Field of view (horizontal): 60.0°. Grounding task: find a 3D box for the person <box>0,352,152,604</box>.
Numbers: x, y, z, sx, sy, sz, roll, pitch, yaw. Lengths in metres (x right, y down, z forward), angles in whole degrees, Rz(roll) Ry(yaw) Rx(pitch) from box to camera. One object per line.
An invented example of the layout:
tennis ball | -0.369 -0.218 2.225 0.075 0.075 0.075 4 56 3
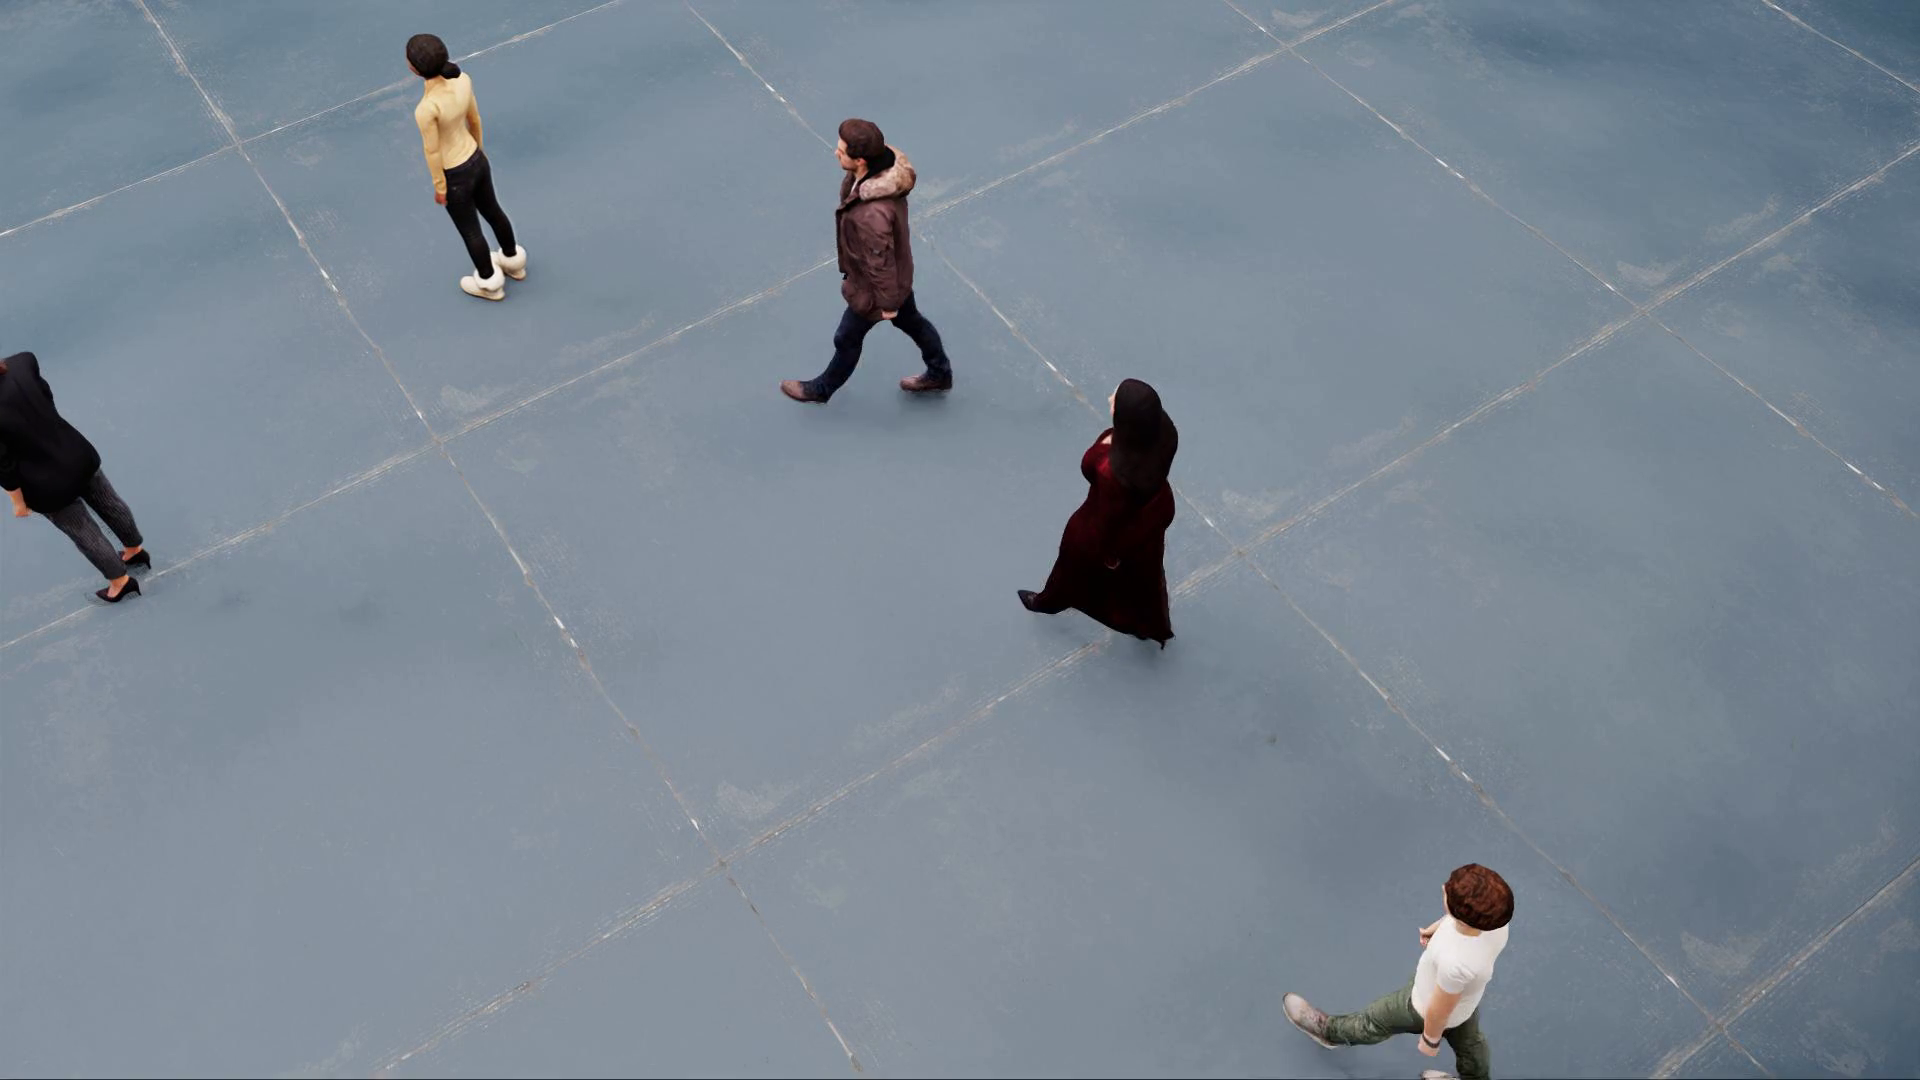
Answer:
person | -4.120 -0.326 7.577 0.781 1.719 0.723 8 53 6

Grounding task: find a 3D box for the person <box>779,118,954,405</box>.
person | -0.315 -1.317 8.300 1.225 1.790 1.242 0 52 0

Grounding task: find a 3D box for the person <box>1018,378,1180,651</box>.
person | 0.800 -0.057 7.367 1.105 1.723 0.858 31 58 21

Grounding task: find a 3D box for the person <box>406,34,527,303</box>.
person | -2.658 -1.987 8.901 0.690 1.659 0.664 19 55 14

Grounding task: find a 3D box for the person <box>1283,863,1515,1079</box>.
person | 1.835 1.698 6.078 1.192 1.611 0.866 29 58 21
